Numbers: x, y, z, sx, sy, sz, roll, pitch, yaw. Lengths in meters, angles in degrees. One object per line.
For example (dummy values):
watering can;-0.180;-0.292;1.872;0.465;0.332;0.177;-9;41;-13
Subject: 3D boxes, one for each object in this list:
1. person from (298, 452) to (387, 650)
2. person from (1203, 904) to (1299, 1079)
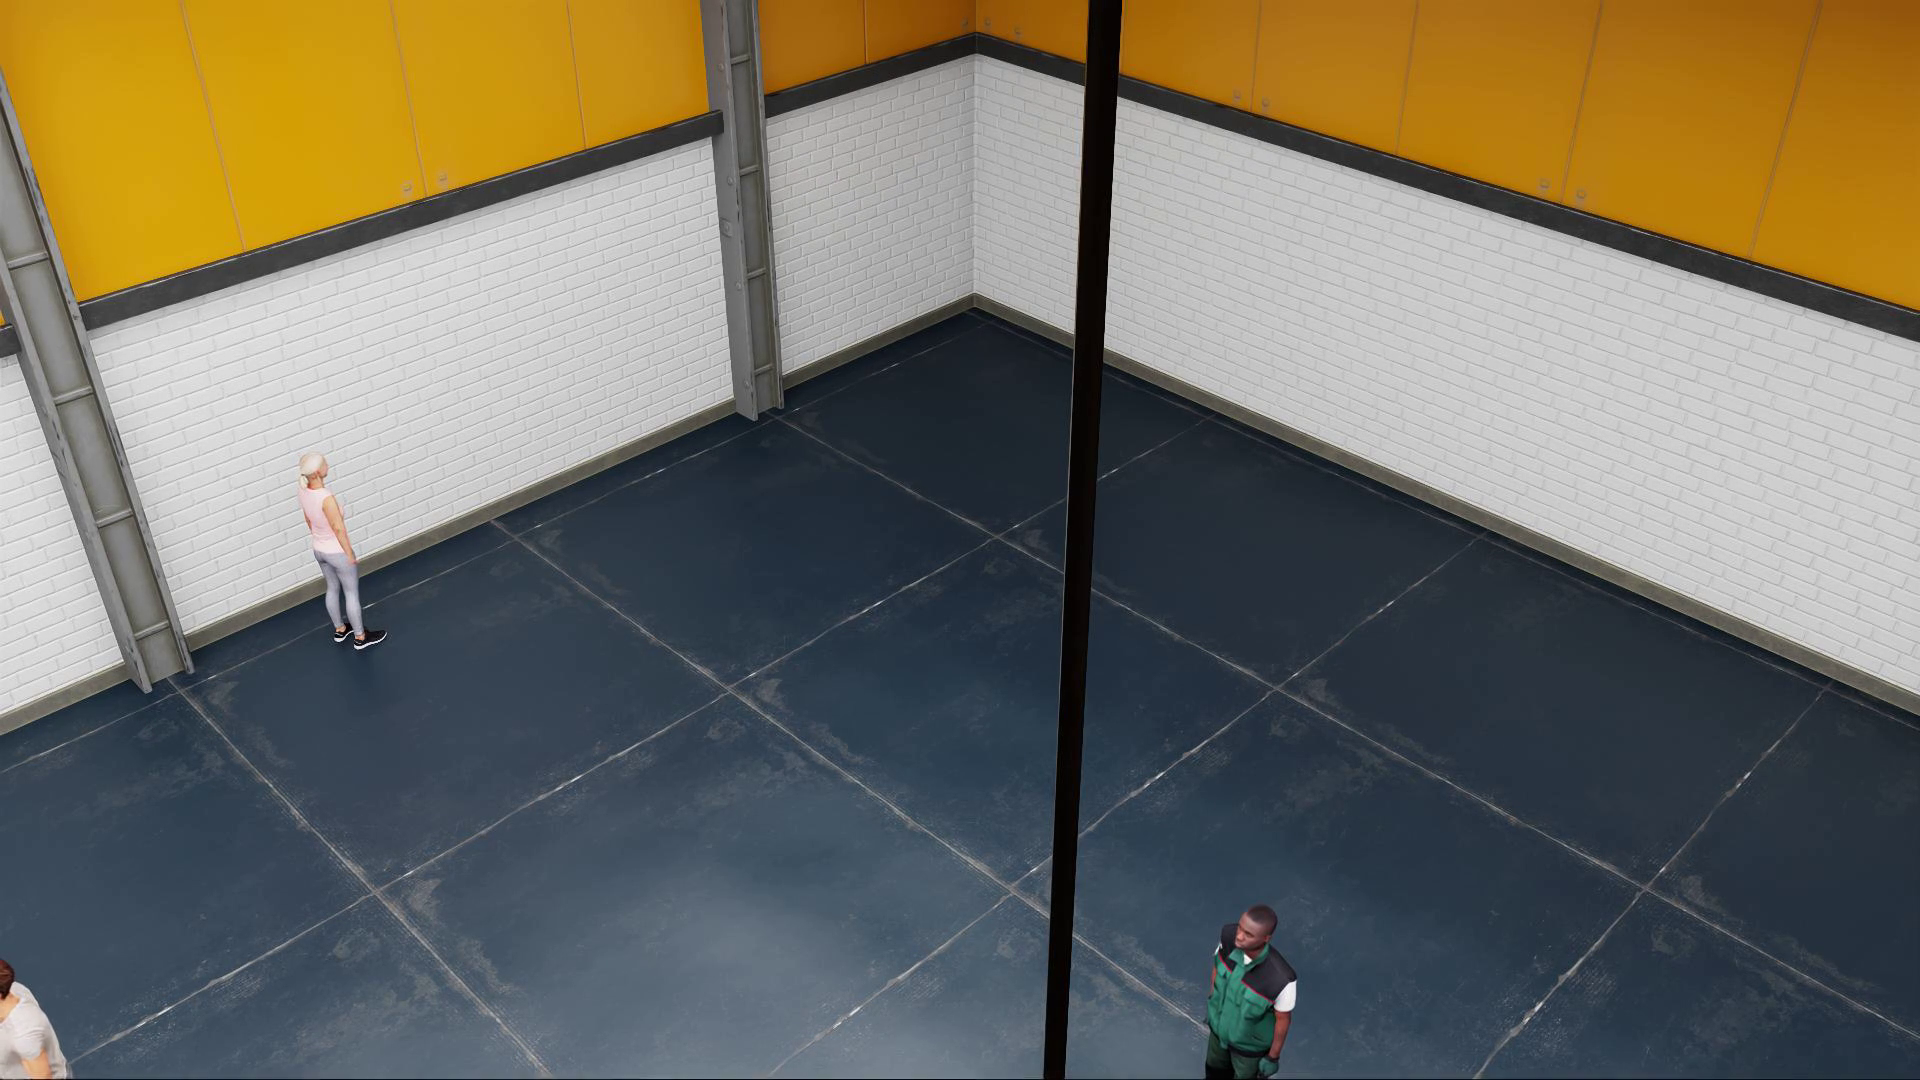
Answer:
person;-4.862;0.075;12.885;0.595;1.726;0.587;19;38;26
person;1.525;2.629;8.941;0.641;1.839;0.708;-23;40;-31
